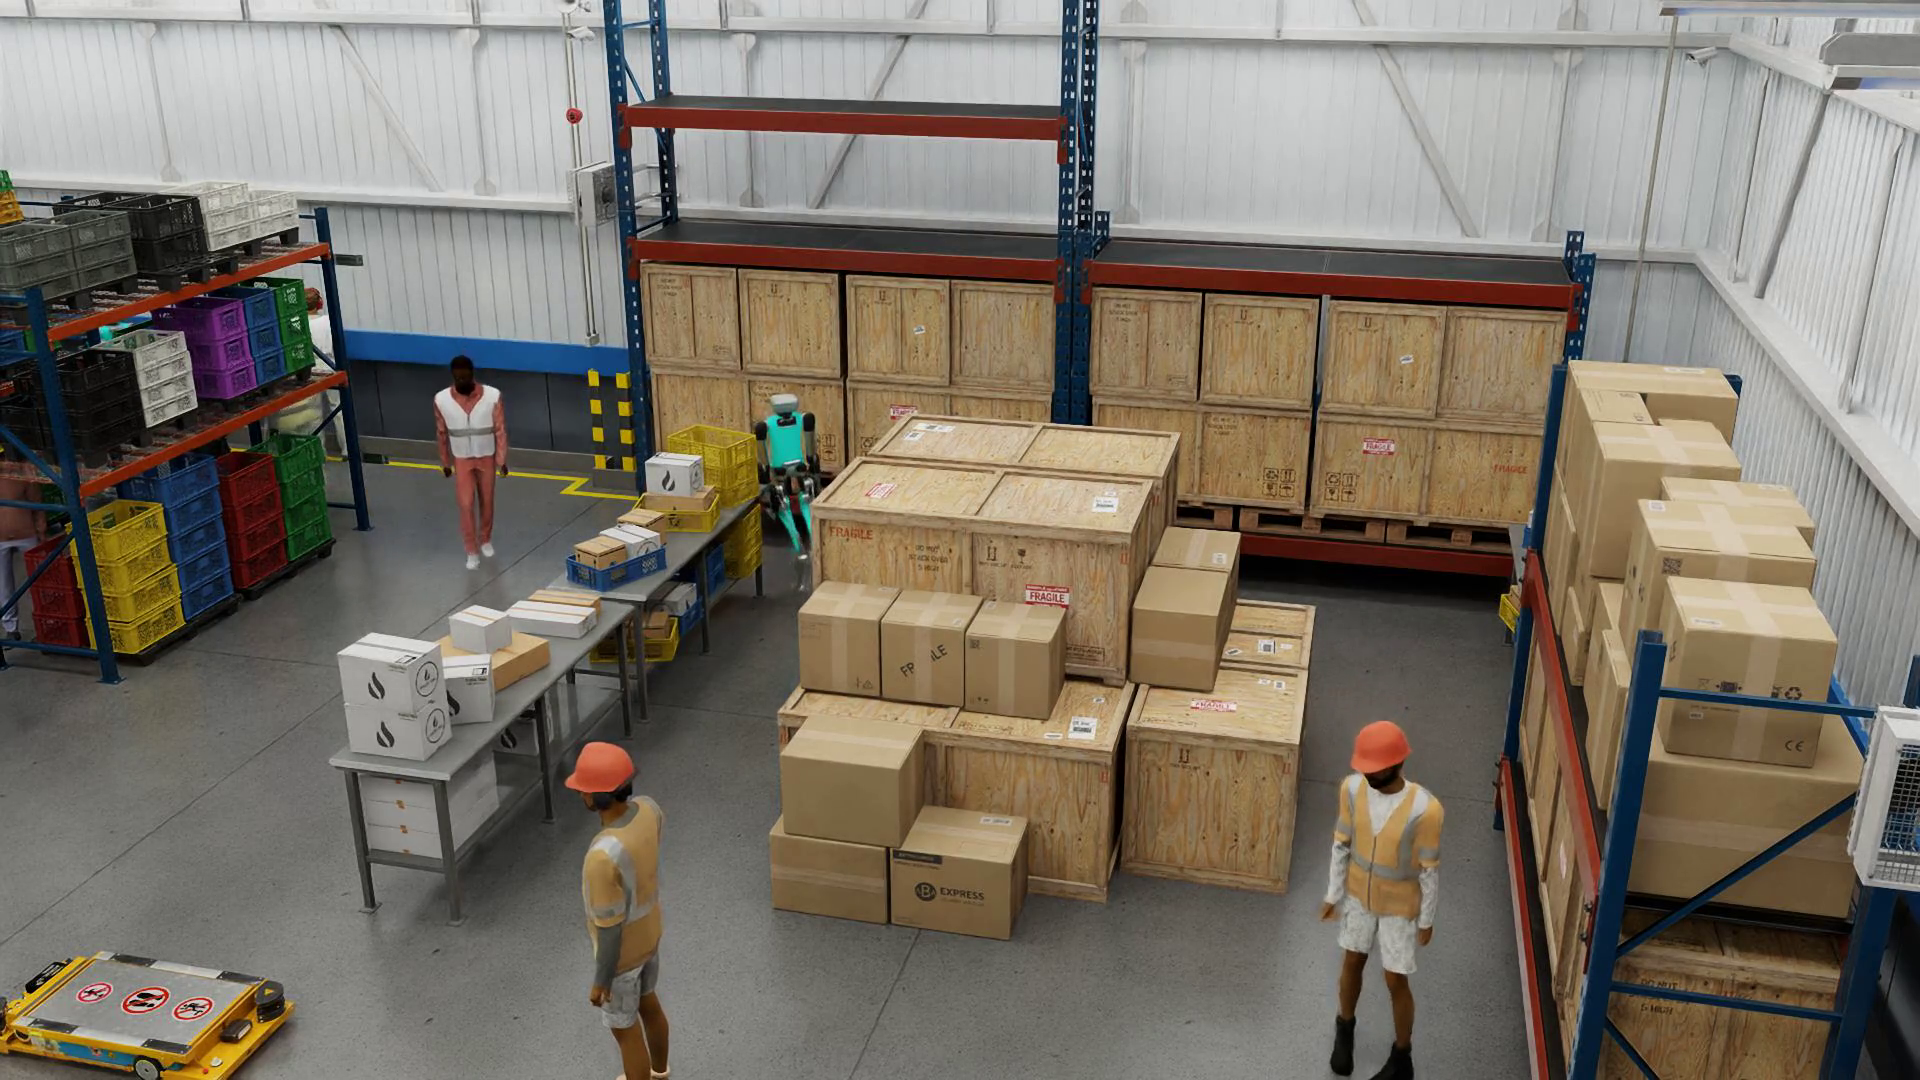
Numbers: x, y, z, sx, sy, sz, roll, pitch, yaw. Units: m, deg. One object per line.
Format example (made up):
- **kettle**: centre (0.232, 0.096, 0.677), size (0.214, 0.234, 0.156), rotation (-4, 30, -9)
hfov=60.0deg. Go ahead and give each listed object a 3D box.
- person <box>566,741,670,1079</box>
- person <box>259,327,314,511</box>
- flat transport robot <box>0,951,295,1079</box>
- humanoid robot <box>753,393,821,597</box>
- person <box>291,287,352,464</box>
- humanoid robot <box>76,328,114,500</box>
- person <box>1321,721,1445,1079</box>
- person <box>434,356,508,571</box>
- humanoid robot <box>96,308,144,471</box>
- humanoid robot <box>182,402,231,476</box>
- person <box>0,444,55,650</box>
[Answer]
- **person**: centre (-1.576, 1.856, 7.710), size (0.375, 2.041, 0.613), rotation (4, 21, 10)
- **person**: centre (-6.422, -1.128, 15.849), size (0.481, 1.807, 0.674), rotation (7, 22, 17)
- **flat transport robot**: centre (-4.270, 2.464, 8.601), size (1.431, 0.231, 0.659), rotation (5, 22, 13)
- **humanoid robot**: centre (-1.312, -0.244, 13.756), size (0.559, 1.844, 0.812), rotation (-10, 23, -24)
- **person**: centre (-6.636, -1.697, 17.273), size (0.562, 1.847, 0.390), rotation (-5, 21, -12)
- **humanoid robot**: centre (-8.537, -1.219, 16.078), size (0.732, 1.722, 0.530), rotation (-15, 25, -33)
- **person**: centre (2.048, 1.758, 8.129), size (0.412, 1.922, 0.554), rotation (-19, 28, -41)
- **person**: centre (-4.245, -0.678, 14.567), size (0.588, 1.885, 0.824), rotation (-7, 22, -18)
- **humanoid robot**: centre (-8.634, -1.549, 16.941), size (0.702, 1.731, 0.545), rotation (16, 26, 36)
- **humanoid robot**: centre (-7.092, -0.984, 15.663), size (0.584, 1.647, 0.450), rotation (14, 25, 32)
- **person**: centre (-7.397, -0.012, 12.979), size (0.524, 1.768, 0.306), rotation (-10, 23, -24)
